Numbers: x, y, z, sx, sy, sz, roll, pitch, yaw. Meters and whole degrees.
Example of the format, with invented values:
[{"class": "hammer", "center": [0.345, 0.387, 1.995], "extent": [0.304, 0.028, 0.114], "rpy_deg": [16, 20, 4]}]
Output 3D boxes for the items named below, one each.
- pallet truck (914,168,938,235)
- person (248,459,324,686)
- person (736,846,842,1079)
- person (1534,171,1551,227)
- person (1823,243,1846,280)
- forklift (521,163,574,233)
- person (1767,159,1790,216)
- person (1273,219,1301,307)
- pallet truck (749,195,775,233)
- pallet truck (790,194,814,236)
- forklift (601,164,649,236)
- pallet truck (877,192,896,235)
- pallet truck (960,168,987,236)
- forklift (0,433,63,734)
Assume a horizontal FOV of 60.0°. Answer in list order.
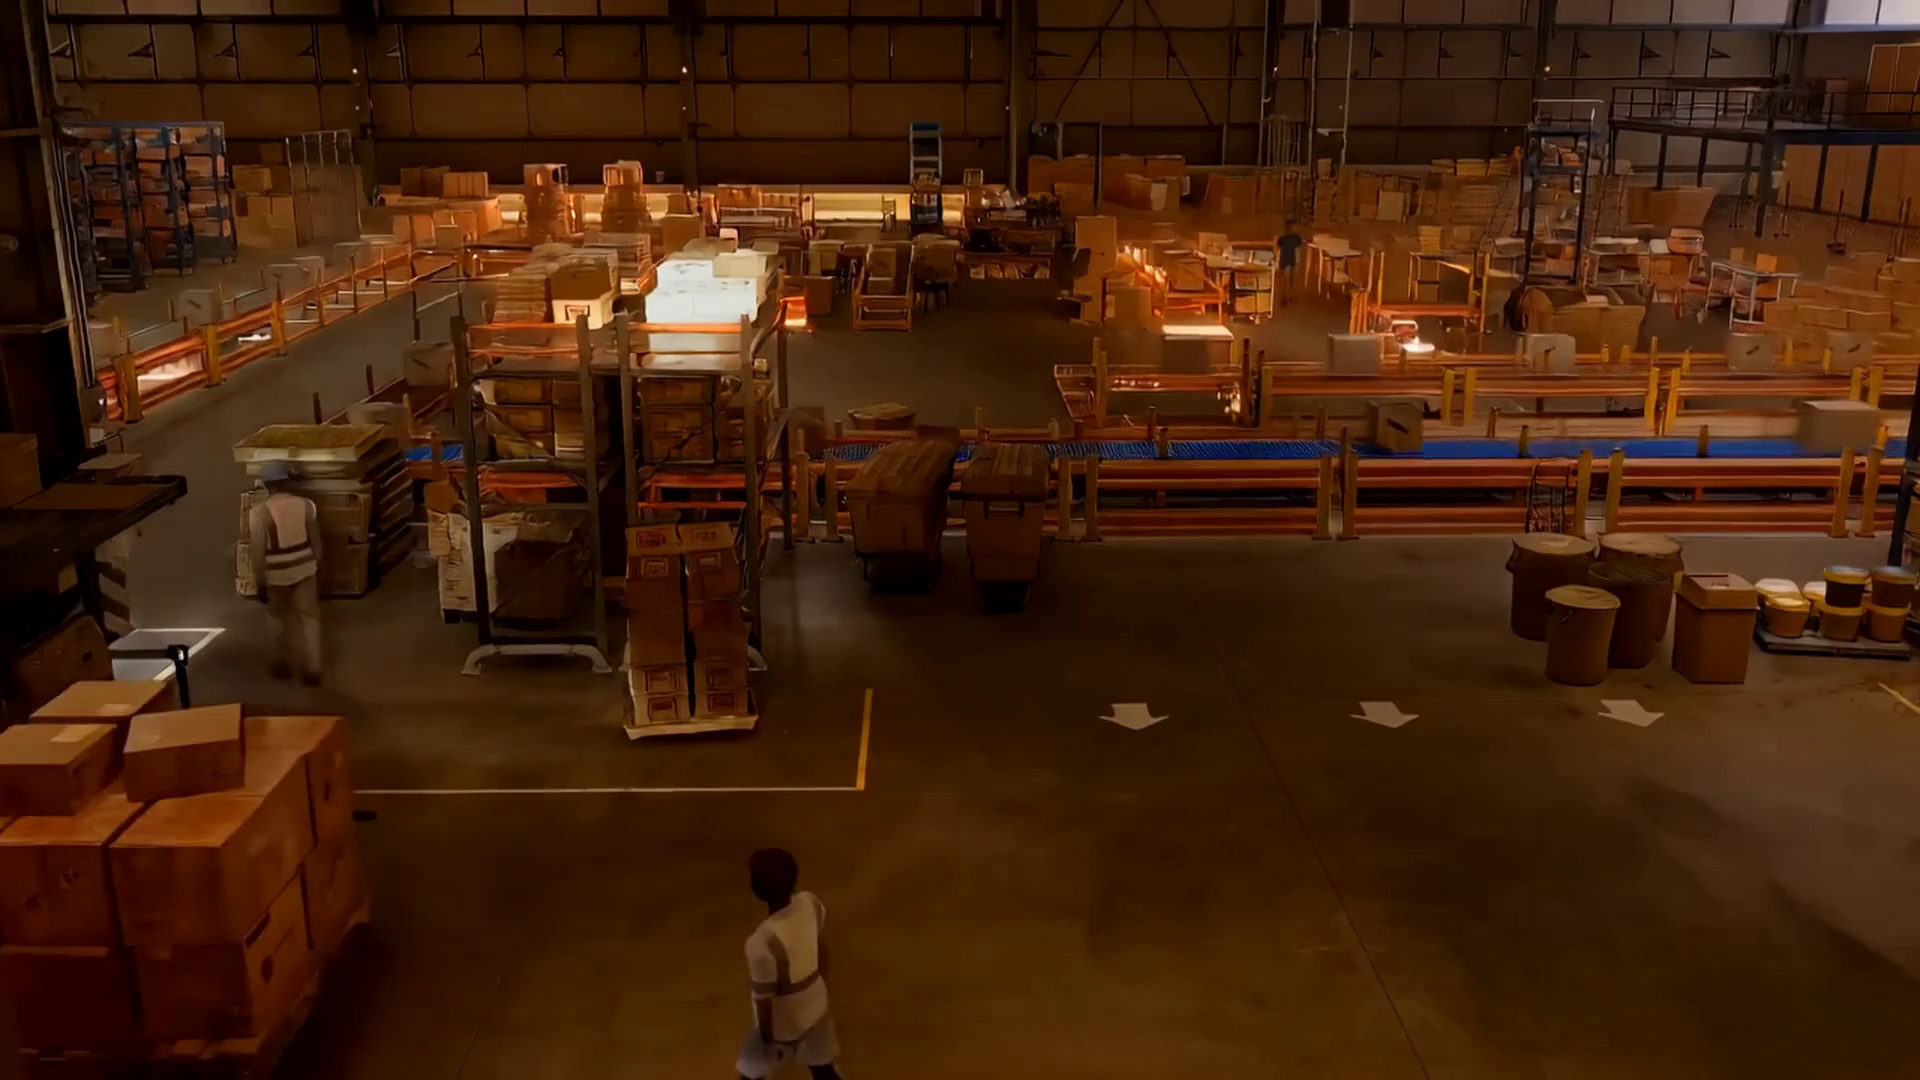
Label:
[{"class": "pallet truck", "center": [-0.989, -10.316, 50.507], "extent": [0.823, 1.965, 1.885], "rpy_deg": [1, 16, 3]}, {"class": "person", "center": [-5.688, 0.242, 13.962], "extent": [0.959, 1.900, 0.654], "rpy_deg": [14, 21, 40]}, {"class": "person", "center": [-0.765, 2.181, 7.675], "extent": [0.877, 1.656, 0.539], "rpy_deg": [10, 19, 31]}, {"class": "person", "center": [17.893, -10.405, 51.133], "extent": [0.967, 1.815, 0.646], "rpy_deg": [-2, 16, -8]}, {"class": "person", "center": [16.902, -4.879, 32.139], "extent": [0.523, 1.703, 0.976], "rpy_deg": [15, 22, 42]}, {"class": "forklift", "center": [-12.233, -10.122, 49.298], "extent": [1.157, 1.987, 2.680], "rpy_deg": [0, 16, -1]}, {"class": "person", "center": [27.729, -11.873, 56.091], "extent": [0.600, 1.902, 0.758], "rpy_deg": [-15, 22, -42]}, {"class": "person", "center": [6.923, -5.868, 35.305], "extent": [0.577, 1.849, 0.406], "rpy_deg": [-1, 16, -5]}, {"class": "pallet truck", "center": [-6.051, -9.967, 50.660], "extent": [0.680, 1.201, 1.601], "rpy_deg": [0, 16, -1]}, {"class": "pallet truck", "center": [-4.814, -9.883, 50.259], "extent": [0.704, 1.261, 1.522], "rpy_deg": [-1, 16, -3]}, {"class": "forklift", "center": [-9.948, -10.127, 49.296], "extent": [1.157, 1.987, 2.680], "rpy_deg": [-1, 16, -3]}, {"class": "pallet truck", "center": [-2.277, -9.986, 50.594], "extent": [0.653, 1.274, 1.630], "rpy_deg": [0, 16, -1]}, {"class": "pallet truck", "center": [0.383, -10.230, 50.206], "extent": [0.823, 1.965, 1.885], "rpy_deg": [-1, 16, -3]}, {"class": "forklift", "center": [-5.952, 0.780, 10.366], "extent": [1.873, 2.768, 1.129], "rpy_deg": [0, 16, -1]}]
